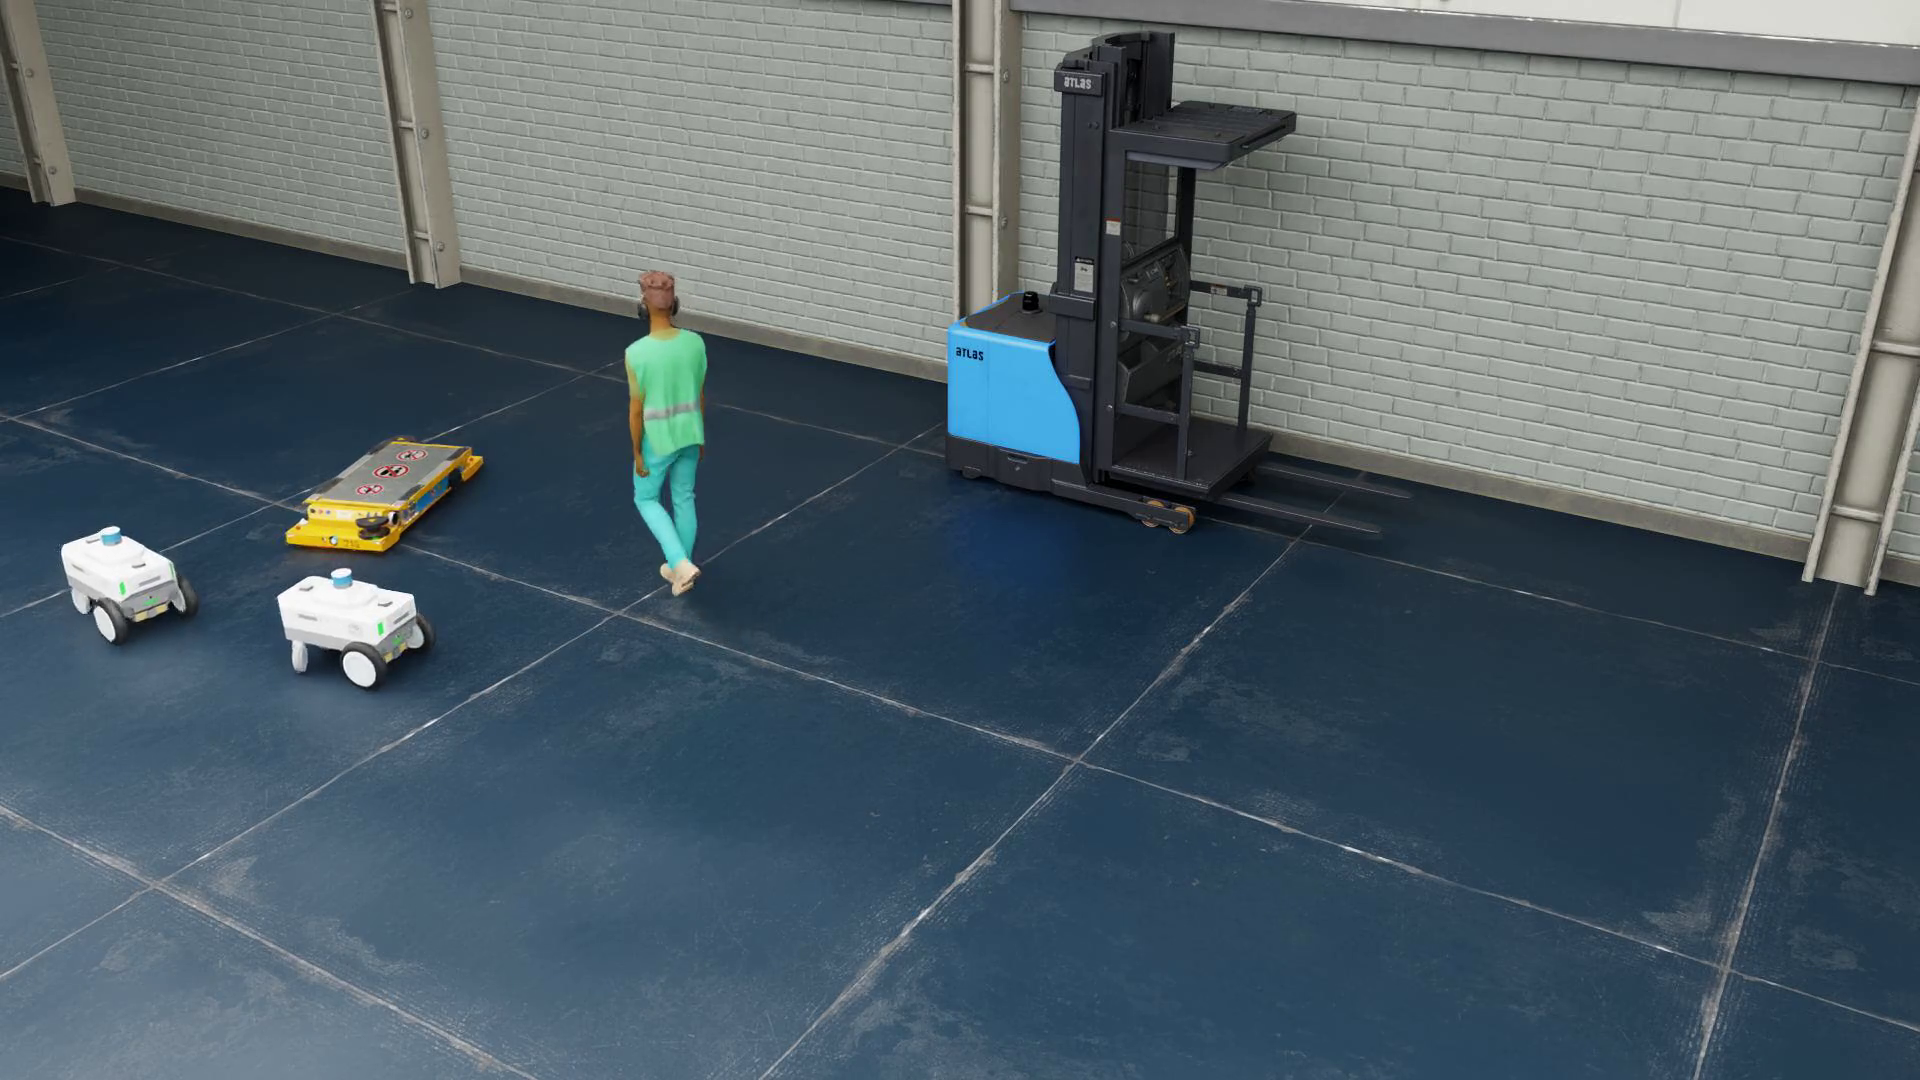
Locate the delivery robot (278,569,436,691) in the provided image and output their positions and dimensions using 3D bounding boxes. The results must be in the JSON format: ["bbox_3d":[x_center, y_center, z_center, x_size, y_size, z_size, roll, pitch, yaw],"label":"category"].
[{"bbox_3d":[-3.262,0.457,8.980,0.786,0.614,0.499,9,27,18],"label":"delivery robot"}]

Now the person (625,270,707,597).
[{"bbox_3d":[-1.642,-0.572,9.486,0.488,1.961,0.555,-17,30,-32],"label":"person"}]

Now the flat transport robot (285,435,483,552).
[{"bbox_3d":[-3.755,-0.319,10.934,0.659,0.231,1.431,5,26,9],"label":"flat transport robot"}]

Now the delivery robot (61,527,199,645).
[{"bbox_3d":[-4.759,0.229,9.461,0.815,0.614,0.499,18,31,34],"label":"delivery robot"}]

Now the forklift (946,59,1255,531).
[{"bbox_3d":[0.933,-1.707,10.833,1.873,2.768,1.129,15,29,28],"label":"forklift"}]
